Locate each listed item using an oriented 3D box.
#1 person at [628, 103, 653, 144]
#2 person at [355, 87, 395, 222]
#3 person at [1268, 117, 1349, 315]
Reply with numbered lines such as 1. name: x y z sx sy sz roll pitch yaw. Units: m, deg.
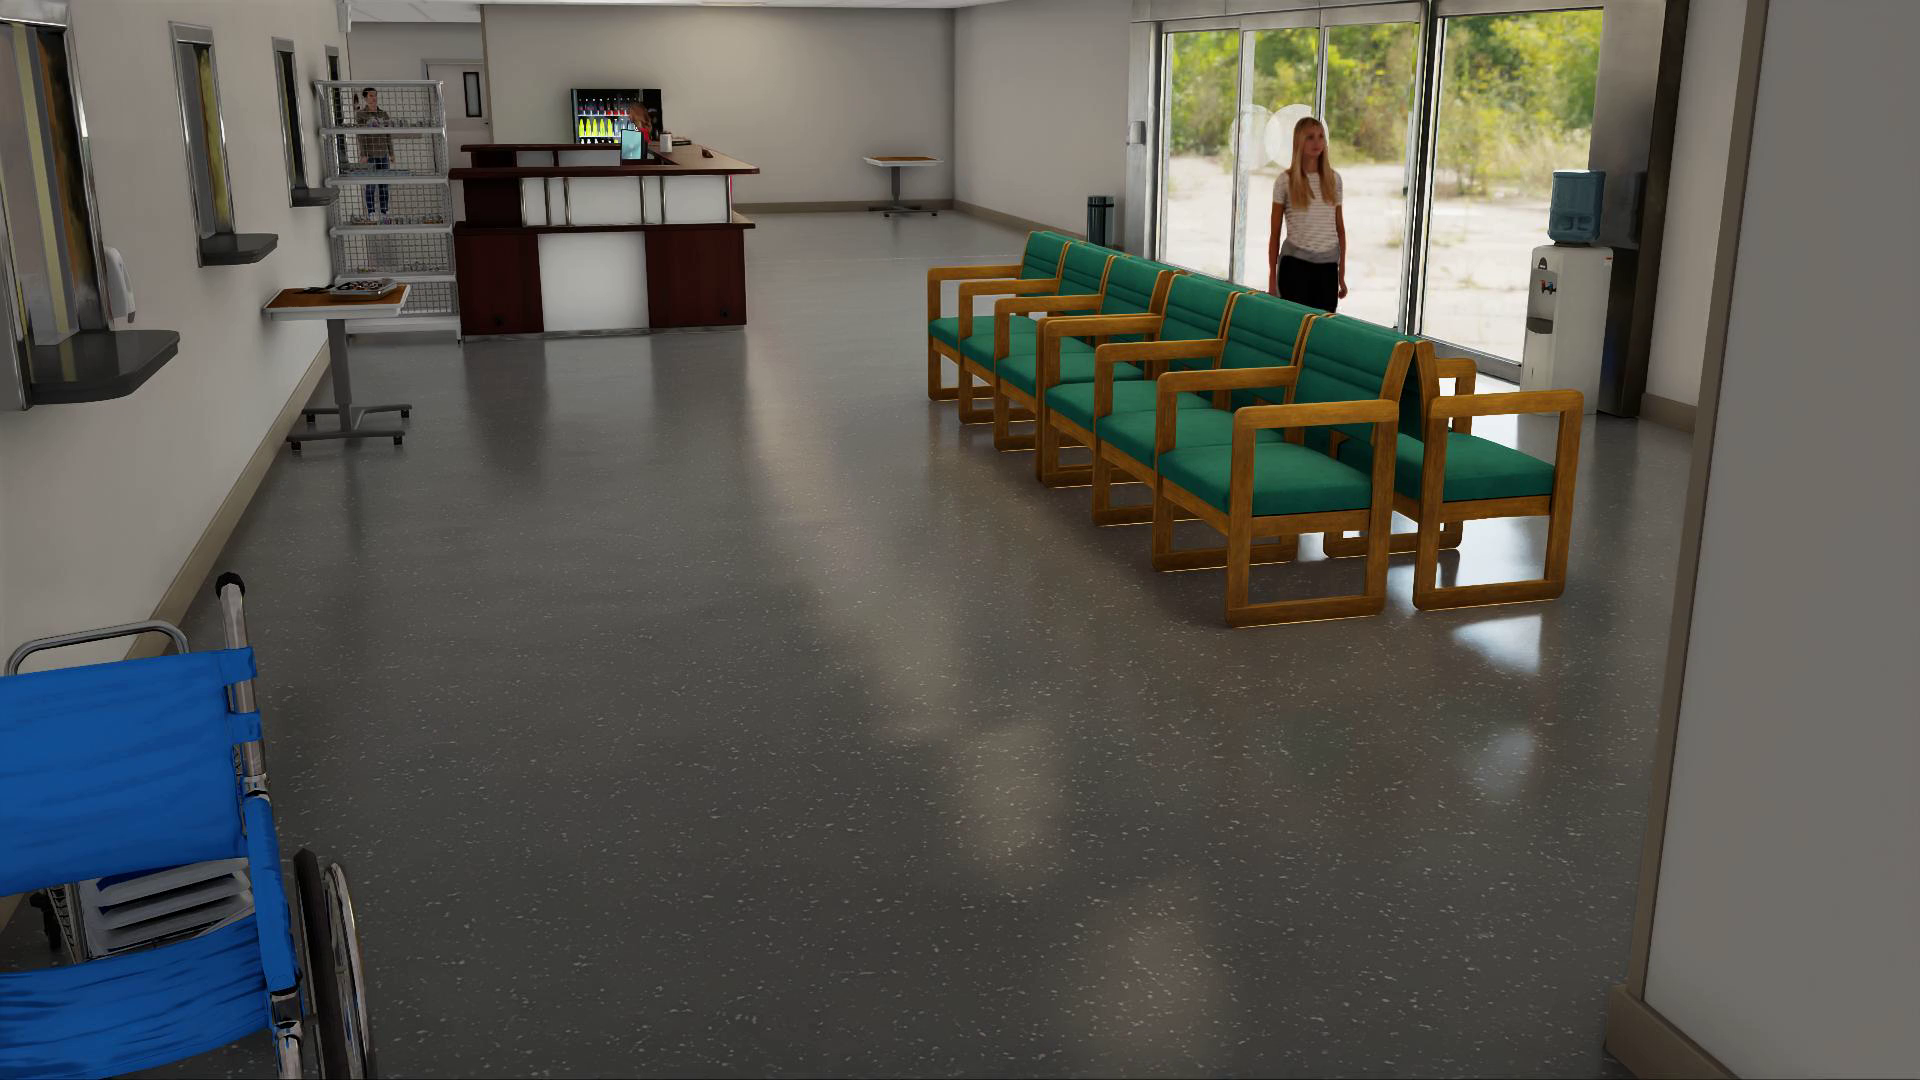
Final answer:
1. person: -3.649 -4.272 19.673 1.005 1.691 0.631 -3 16 -9
2. person: -8.193 -5.379 23.279 0.851 1.865 0.752 12 20 37
3. person: 2.008 -1.553 9.810 0.921 1.810 0.678 -4 16 -12
